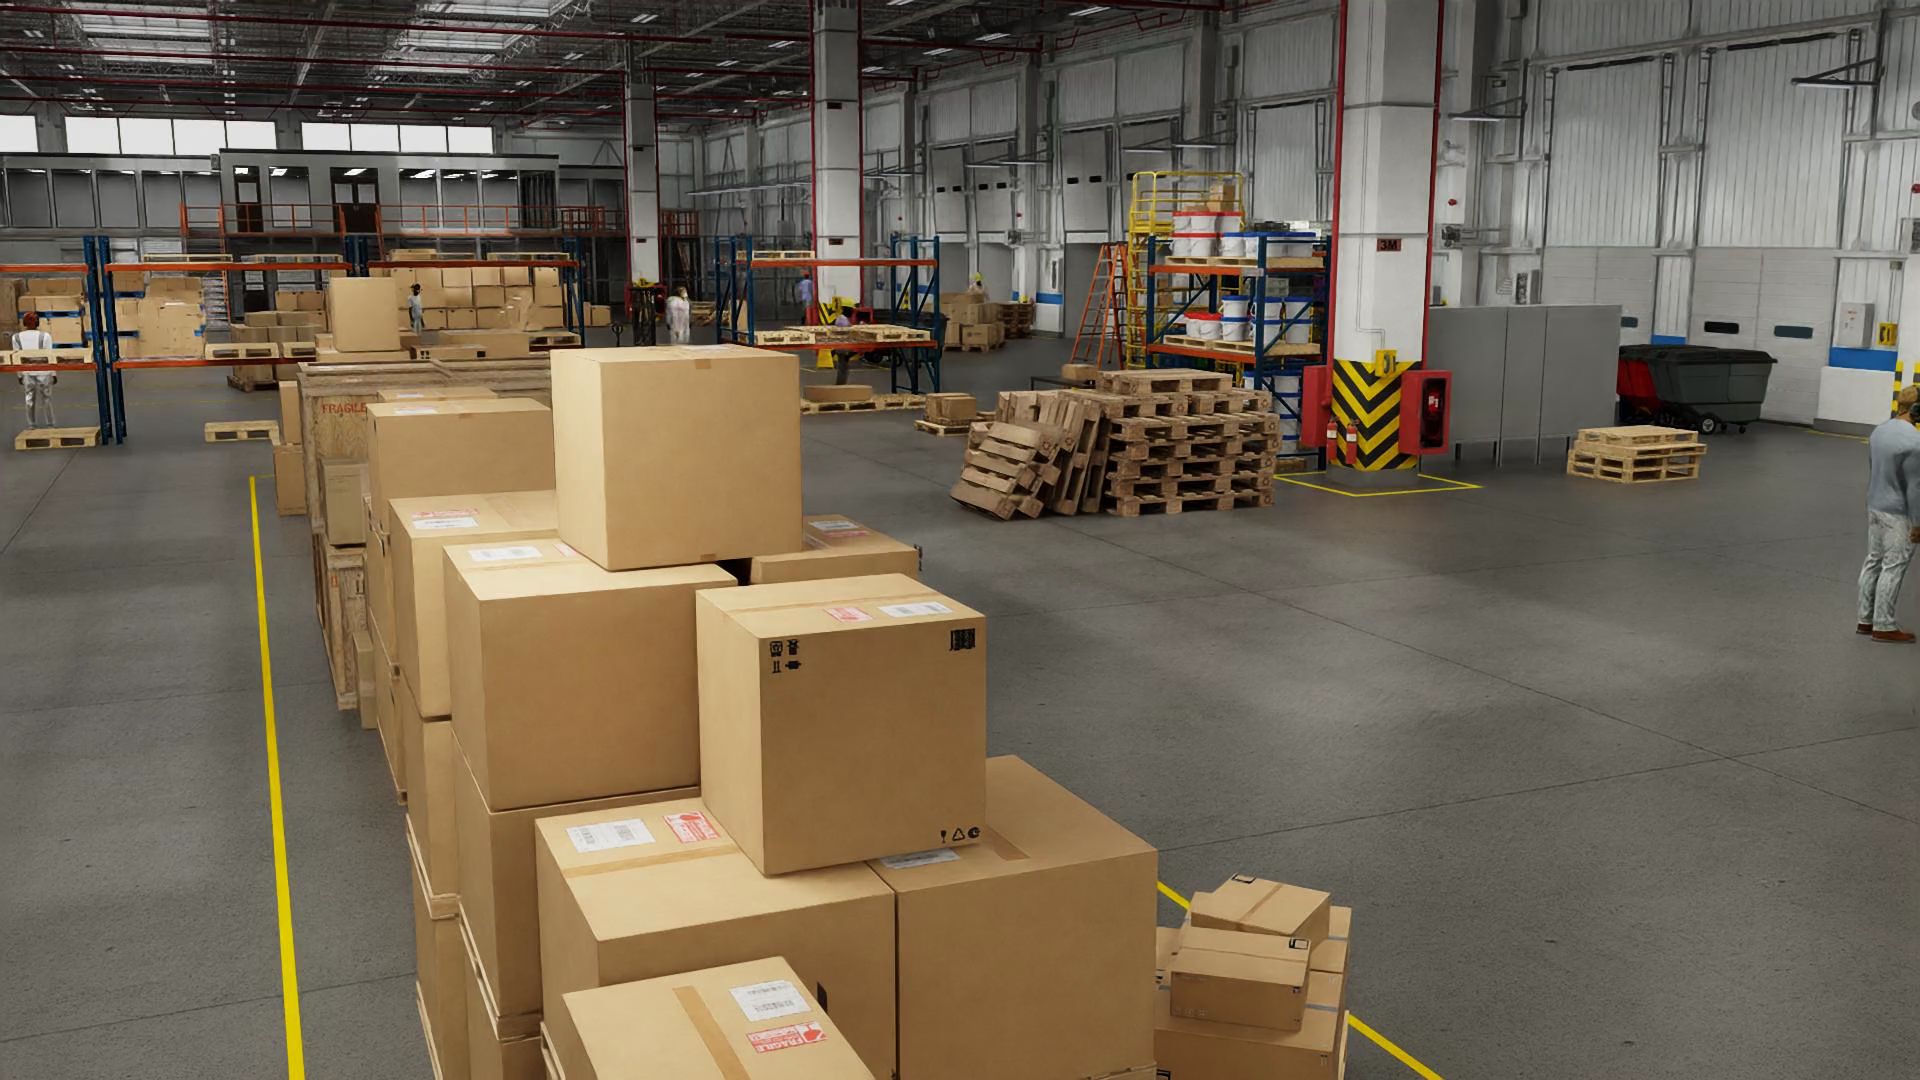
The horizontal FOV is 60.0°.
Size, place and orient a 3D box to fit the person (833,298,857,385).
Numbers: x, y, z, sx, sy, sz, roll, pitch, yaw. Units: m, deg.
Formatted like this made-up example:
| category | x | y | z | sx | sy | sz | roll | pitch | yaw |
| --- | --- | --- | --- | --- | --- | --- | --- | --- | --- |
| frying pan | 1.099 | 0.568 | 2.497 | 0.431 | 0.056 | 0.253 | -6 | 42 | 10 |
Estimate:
| category | x | y | z | sx | sy | sz | roll | pitch | yaw |
| --- | --- | --- | --- | --- | --- | --- | --- | --- | --- |
| person | -2.127 | -3.505 | 30.699 | 0.476 | 1.900 | 0.611 | -2 | 10 | -12 |

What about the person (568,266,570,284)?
| category | x | y | z | sx | sy | sz | roll | pitch | yaw |
| --- | --- | --- | --- | --- | --- | --- | --- | --- | --- |
| person | -16.807 | -10.964 | 71.865 | 0.358 | 1.882 | 0.574 | -7 | 12 | -34 |

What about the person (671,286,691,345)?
| category | x | y | z | sx | sy | sz | roll | pitch | yaw |
| --- | --- | --- | --- | --- | --- | --- | --- | --- | --- |
| person | -6.222 | -4.710 | 37.243 | 0.372 | 1.940 | 0.627 | 3 | 11 | 18 |

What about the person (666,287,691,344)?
| category | x | y | z | sx | sy | sz | roll | pitch | yaw |
| --- | --- | --- | --- | --- | --- | --- | --- | --- | --- |
| person | -7.071 | -5.468 | 41.824 | 0.641 | 1.799 | 0.962 | -4 | 11 | -21 |

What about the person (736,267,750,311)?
| category | x | y | z | sx | sy | sz | roll | pitch | yaw |
| --- | --- | --- | --- | --- | --- | --- | --- | --- | --- |
| person | -8.948 | -10.415 | 68.561 | 0.639 | 1.980 | 0.506 | -9 | 13 | -39 |

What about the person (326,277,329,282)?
| category | x | y | z | sx | sy | sz | roll | pitch | yaw |
| --- | --- | --- | --- | --- | --- | --- | --- | --- | --- |
| person | -21.309 | -8.113 | 56.625 | 0.797 | 1.713 | 0.488 | -9 | 14 | -41 |

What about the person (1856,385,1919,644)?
| category | x | y | z | sx | sy | sz | roll | pitch | yaw |
| --- | --- | --- | --- | --- | --- | --- | --- | --- | --- |
| person | 6.962 | -0.190 | 12.370 | 0.384 | 1.930 | 0.634 | 0 | 10 | 0 |

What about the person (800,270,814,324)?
| category | x | y | z | sx | sy | sz | roll | pitch | yaw |
| --- | --- | --- | --- | --- | --- | --- | --- | --- | --- |
| person | -5.295 | -8.375 | 57.480 | 0.563 | 1.922 | 0.694 | 6 | 12 | 31 |

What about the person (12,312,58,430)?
| category | x | y | z | sx | sy | sz | roll | pitch | yaw |
| --- | --- | --- | --- | --- | --- | --- | --- | --- | --- |
| person | -14.130 | -2.542 | 25.448 | 0.573 | 1.883 | 0.355 | -2 | 10 | -9 |

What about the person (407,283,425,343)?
| category | x | y | z | sx | sy | sz | roll | pitch | yaw |
| --- | --- | --- | --- | --- | --- | --- | --- | --- | --- |
| person | -13.773 | -5.566 | 42.182 | 0.329 | 1.861 | 0.507 | 3 | 11 | 16 |

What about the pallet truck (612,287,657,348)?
| category | x | y | z | sx | sy | sz | roll | pitch | yaw |
| --- | --- | --- | --- | --- | --- | --- | --- | --- | --- |
| pallet truck | -6.464 | -4.406 | 35.401 | 0.823 | 1.965 | 1.885 | 6 | 12 | 32 |

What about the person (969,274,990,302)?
| category | x | y | z | sx | sy | sz | roll | pitch | yaw |
| --- | --- | --- | --- | --- | --- | --- | --- | --- | --- |
| person | 0.607 | -7.370 | 52.034 | 0.681 | 1.886 | 0.562 | -4 | 11 | -22 |
